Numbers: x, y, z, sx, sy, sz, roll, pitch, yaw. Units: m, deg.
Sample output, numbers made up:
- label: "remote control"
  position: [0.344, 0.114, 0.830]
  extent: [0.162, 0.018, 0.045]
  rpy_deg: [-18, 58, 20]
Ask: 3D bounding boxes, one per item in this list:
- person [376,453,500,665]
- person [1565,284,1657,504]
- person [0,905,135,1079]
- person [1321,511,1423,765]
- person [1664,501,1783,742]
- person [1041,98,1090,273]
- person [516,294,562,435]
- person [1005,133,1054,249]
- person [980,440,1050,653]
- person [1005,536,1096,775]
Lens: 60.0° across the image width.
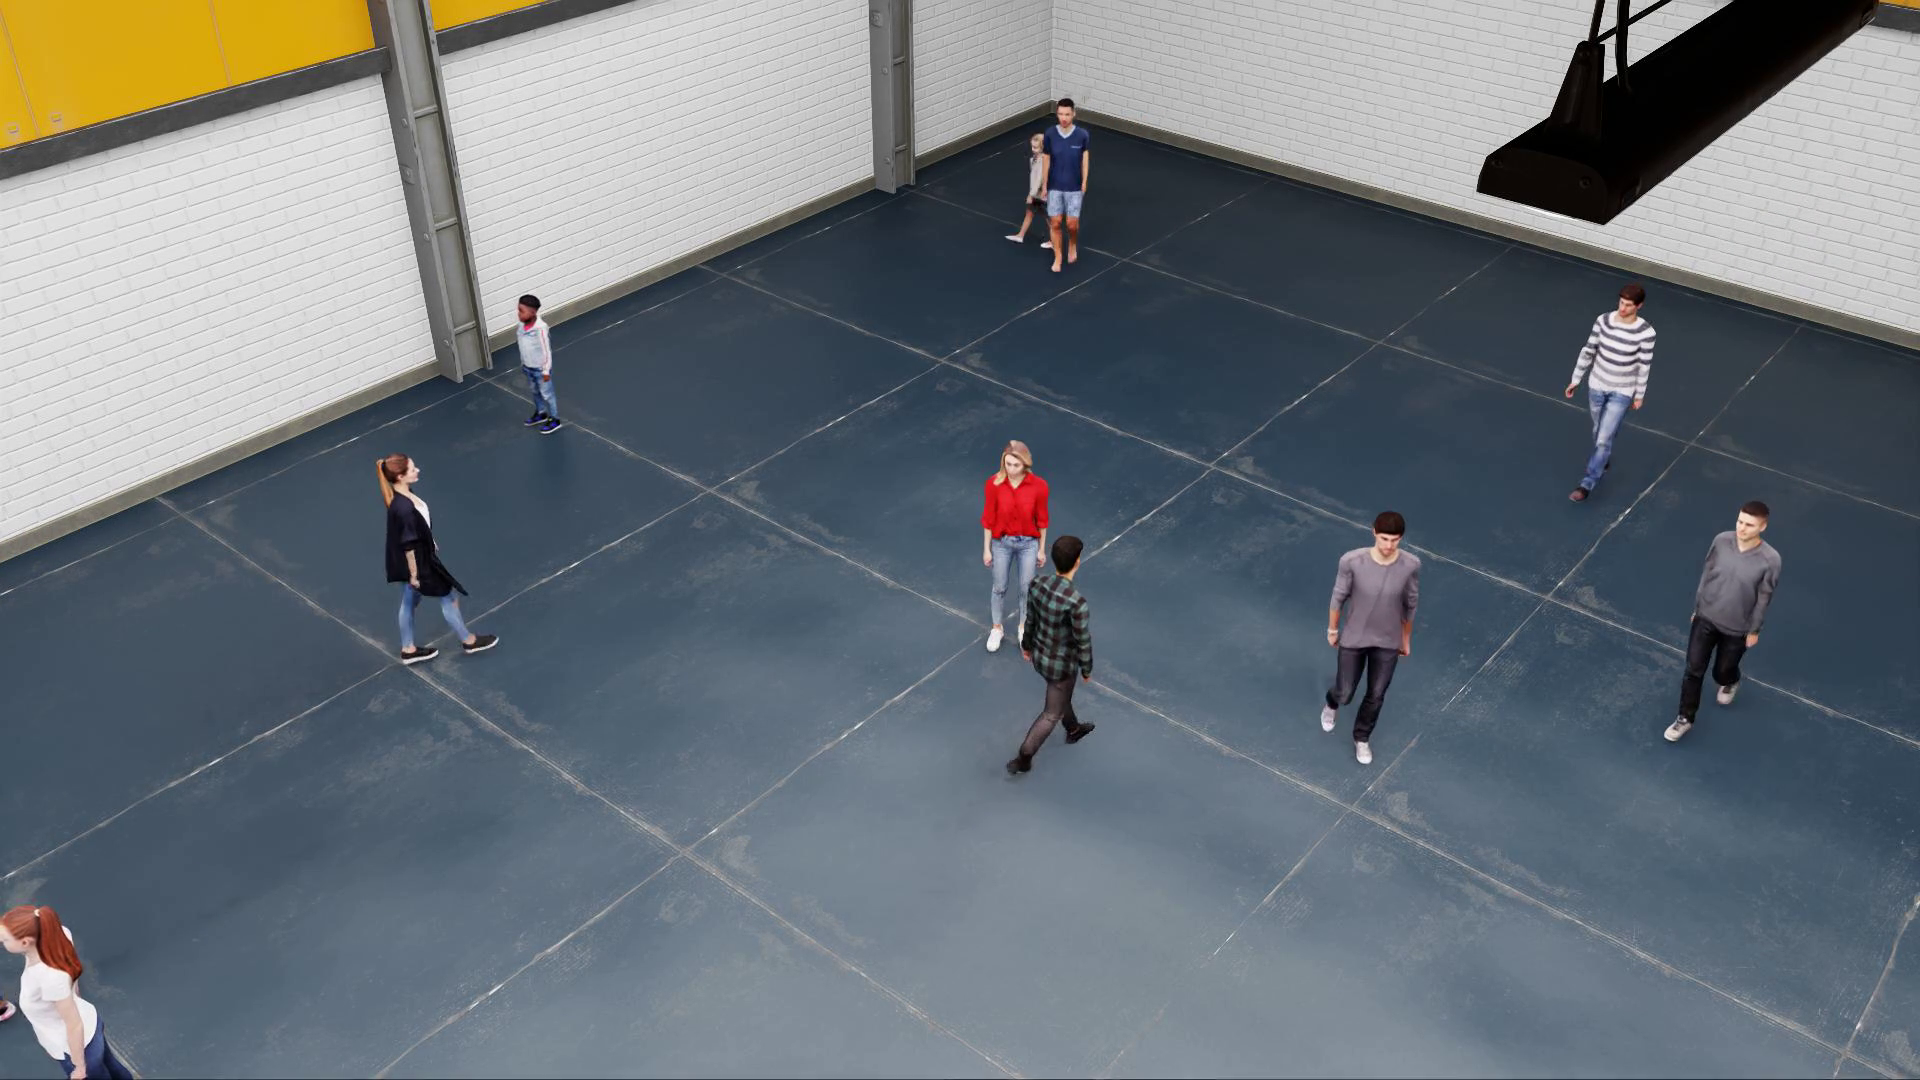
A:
- label: "person"
  position: [-3.827, 0.167, 11.403]
  extent: [1.008, 1.661, 0.858]
  rpy_deg: [-13, 36, -18]
- label: "person"
  position: [5.299, -1.246, 13.394]
  extent: [1.102, 1.812, 0.789]
  rpy_deg: [-24, 40, -31]
- label: "person"
  position: [-4.222, 2.382, 8.001]
  extent: [0.660, 1.739, 0.647]
  rpy_deg: [-13, 36, -19]
- label: "person"
  position: [2.617, 0.567, 10.639]
  extent: [0.859, 1.841, 0.915]
  rpy_deg: [1, 34, 1]
- label: "person"
  position: [5.016, 0.502, 10.826]
  extent: [0.988, 1.743, 0.667]
  rpy_deg: [-29, 43, -36]
- label: "person"
  position: [1.070, -3.658, 17.004]
  extent: [0.769, 1.833, 0.832]
  rpy_deg: [6, 34, 9]
- label: "person"
  position: [-3.643, -1.538, 14.330]
  extent: [0.474, 1.261, 0.477]
  rpy_deg: [25, 41, 32]
- label: "person"
  position: [0.922, -3.674, 17.553]
  extent: [0.868, 1.251, 0.763]
  rpy_deg: [-7, 34, -11]
- label: "person"
  position: [0.385, 0.036, 11.561]
  extent: [0.691, 1.705, 0.720]
  rpy_deg: [1, 34, 2]
- label: "person"
  position: [0.553, 0.786, 10.585]
  extent: [1.111, 1.675, 0.836]
  rpy_deg: [-23, 40, -30]
